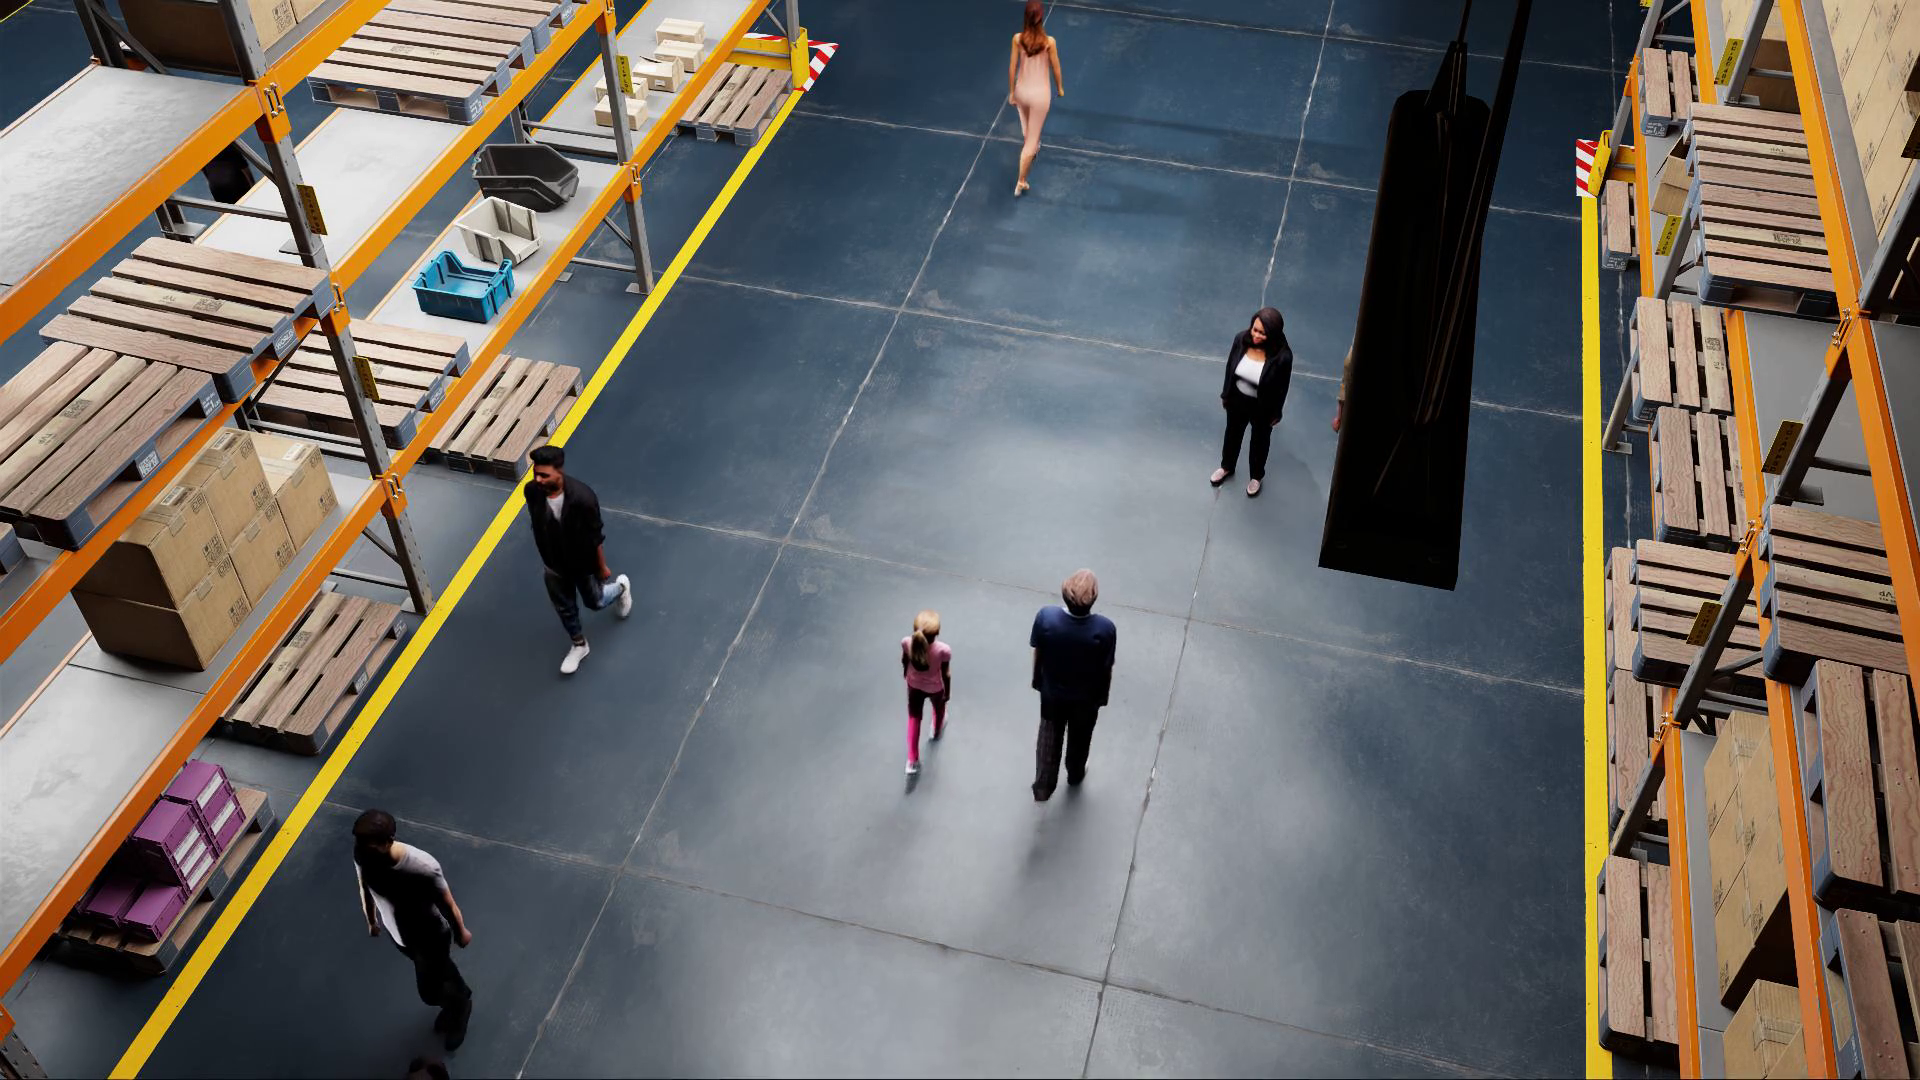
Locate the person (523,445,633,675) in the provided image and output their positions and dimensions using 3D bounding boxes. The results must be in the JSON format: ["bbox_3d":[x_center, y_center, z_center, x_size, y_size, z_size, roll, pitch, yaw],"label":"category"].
[{"bbox_3d":[-2.495,0.043,10.910,0.741,1.788,1.013,14,45,15],"label":"person"}]

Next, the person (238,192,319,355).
[{"bbox_3d":[-5.204,-1.999,13.053,0.779,1.789,1.010,18,46,18],"label":"person"}]

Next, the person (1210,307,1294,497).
[{"bbox_3d":[2.152,-1.034,12.165,0.698,1.617,0.696,21,47,20],"label":"person"}]

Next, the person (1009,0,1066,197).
[{"bbox_3d":[0.629,-3.965,15.114,0.692,1.793,1.073,16,46,16],"label":"person"}]

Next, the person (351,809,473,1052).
[{"bbox_3d":[-2.821,1.978,8.832,0.737,1.853,0.676,16,46,16],"label":"person"}]

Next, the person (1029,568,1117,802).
[{"bbox_3d":[0.642,0.934,9.927,0.649,1.854,0.839,11,45,11],"label":"person"}]

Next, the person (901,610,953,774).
[{"bbox_3d":[-0.233,0.938,10.357,0.534,1.256,0.881,6,44,7],"label":"person"}]
